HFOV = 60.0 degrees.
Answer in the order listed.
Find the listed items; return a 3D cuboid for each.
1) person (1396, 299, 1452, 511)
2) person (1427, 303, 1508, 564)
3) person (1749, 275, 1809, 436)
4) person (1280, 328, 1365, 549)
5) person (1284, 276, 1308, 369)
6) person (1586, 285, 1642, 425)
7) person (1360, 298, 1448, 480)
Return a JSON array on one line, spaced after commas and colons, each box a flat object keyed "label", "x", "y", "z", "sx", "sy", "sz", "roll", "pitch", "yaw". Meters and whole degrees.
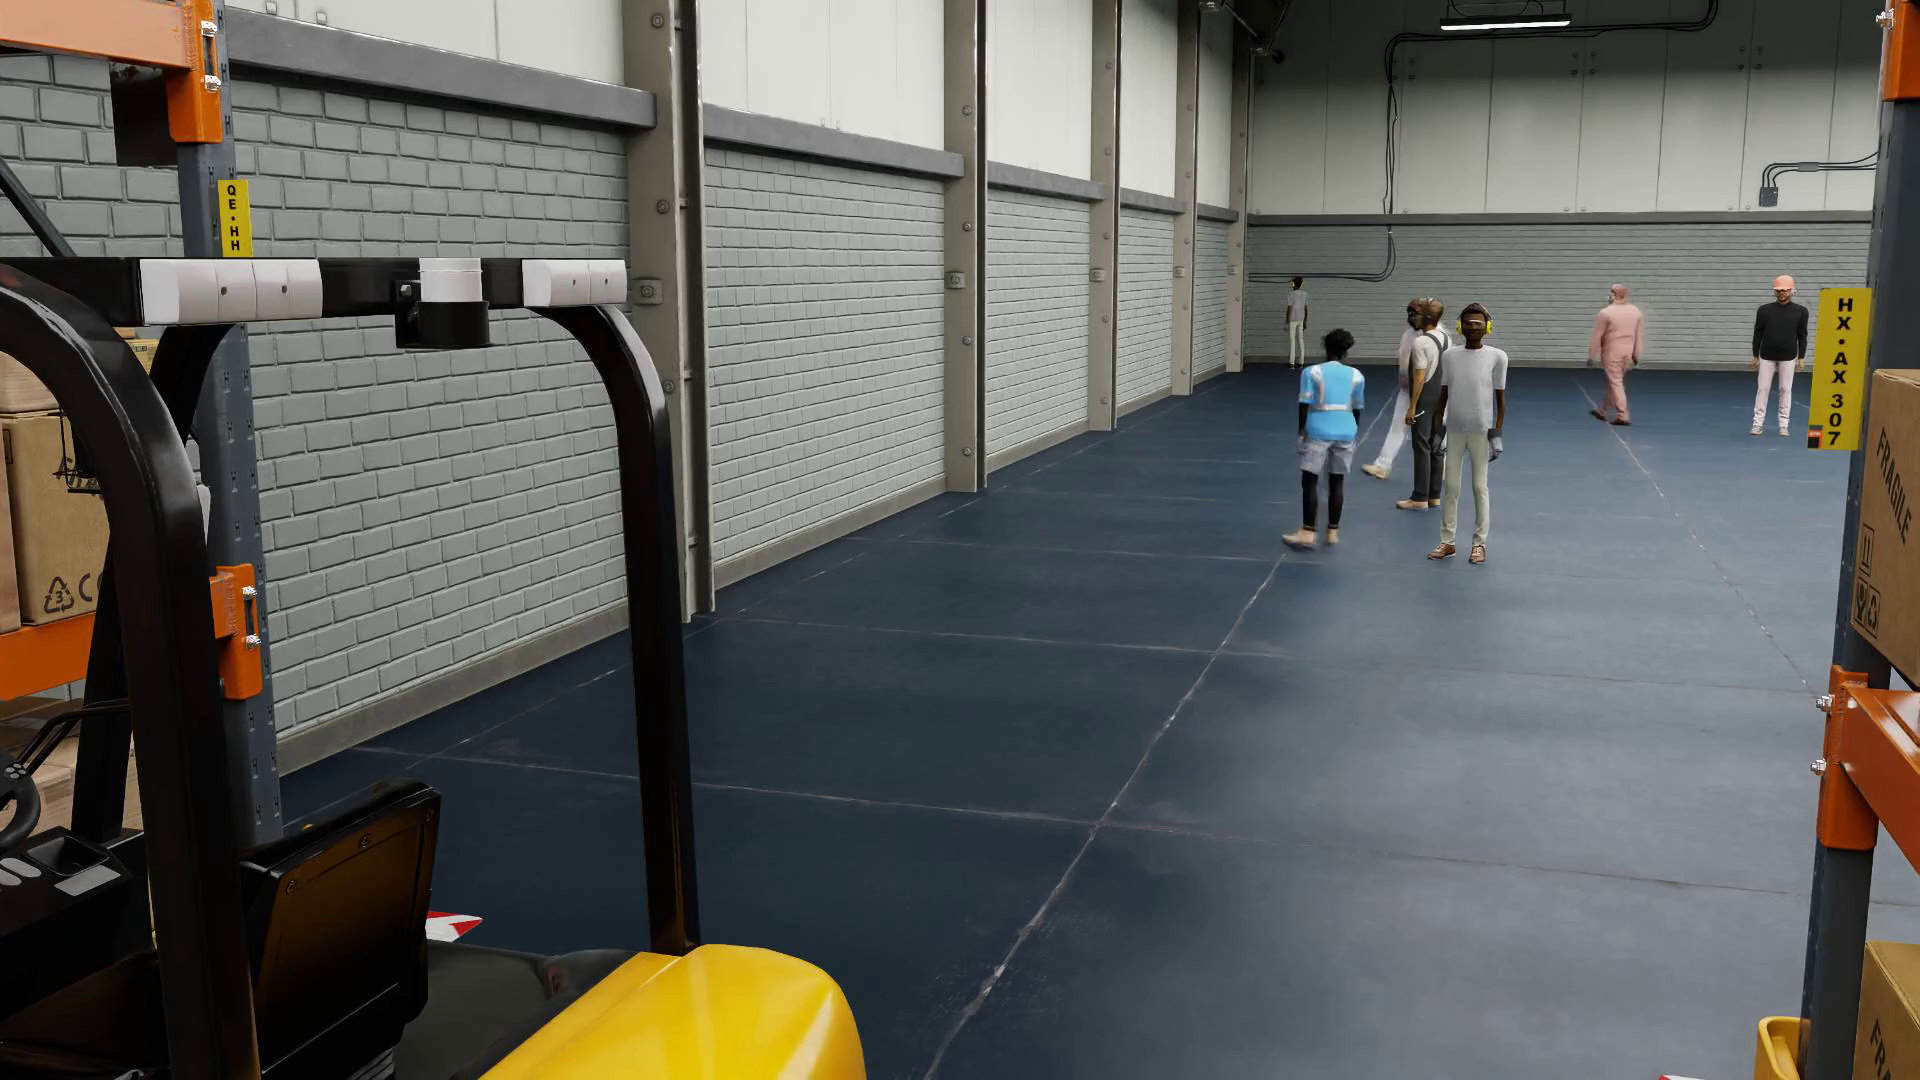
[{"label": "person", "x": 4.068, "y": -1.178, "z": 14.534, "sx": 0.511, "sy": 1.846, "sz": 0.341, "roll": -9, "pitch": 13, "yaw": -44}, {"label": "person", "x": 3.671, "y": -0.770, "z": 12.018, "sx": 0.516, "sy": 1.877, "sz": 0.327, "roll": 7, "pitch": 12, "yaw": 35}, {"label": "person", "x": 10.189, "y": -2.289, "z": 20.703, "sx": 0.611, "sy": 1.996, "sz": 0.387, "roll": 6, "pitch": 11, "yaw": 30}, {"label": "person", "x": 2.776, "y": -0.770, "z": 12.650, "sx": 0.669, "sy": 1.657, "sz": 0.406, "roll": -3, "pitch": 10, "yaw": -16}, {"label": "person", "x": 6.795, "y": -4.403, "z": 33.667, "sx": 0.532, "sy": 1.871, "sz": 0.321, "roll": -4, "pitch": 10, "yaw": -22}, {"label": "person", "x": 8.727, "y": -2.480, "z": 22.268, "sx": 0.678, "sy": 1.848, "sz": 1.012, "roll": -3, "pitch": 10, "yaw": -17}, {"label": "person", "x": 4.438, "y": -1.457, "z": 16.337, "sx": 0.944, "sy": 1.797, "sz": 0.630, "roll": -4, "pitch": 10, "yaw": -23}]
